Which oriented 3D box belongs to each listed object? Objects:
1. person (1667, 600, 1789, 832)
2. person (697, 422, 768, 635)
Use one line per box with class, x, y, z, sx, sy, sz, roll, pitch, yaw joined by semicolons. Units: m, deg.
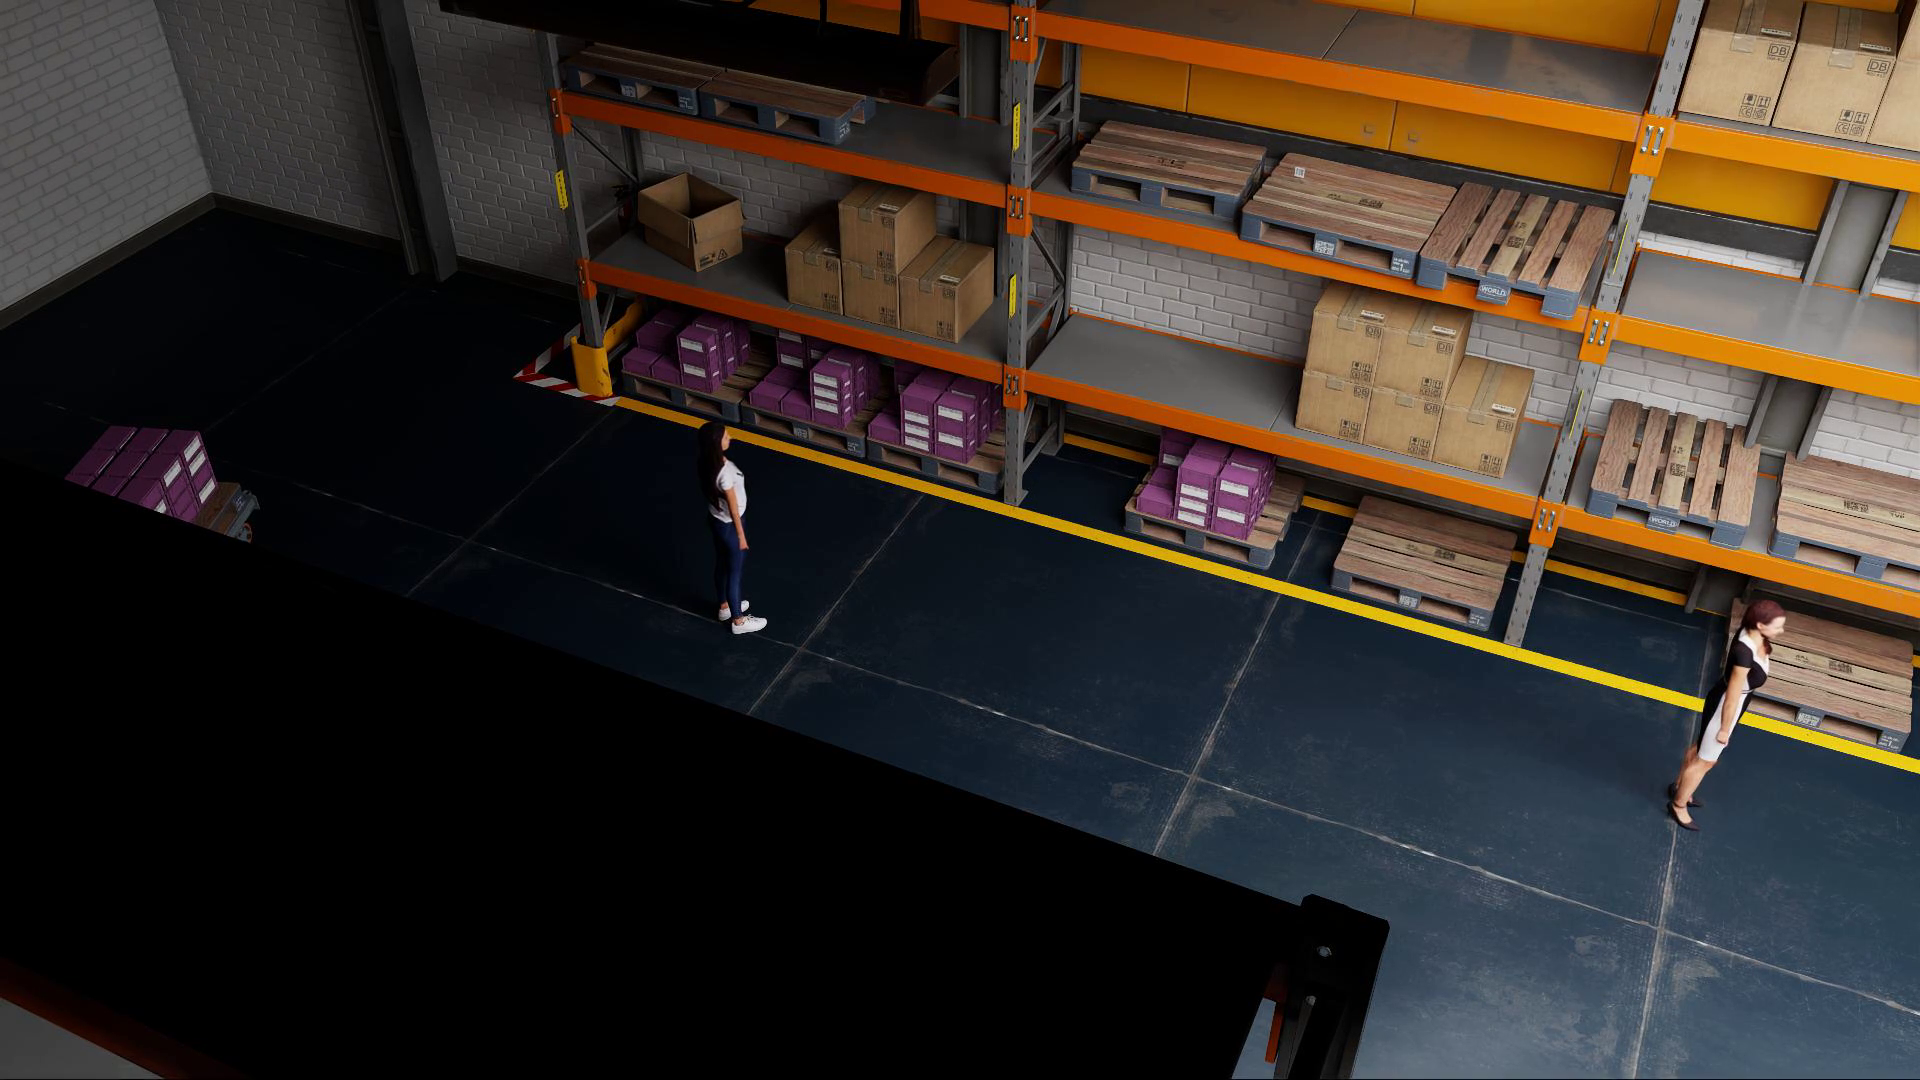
person;4.751;1.071;10.344;0.494;1.796;0.588;17;42;20
person;-1.665;-0.090;11.815;0.729;1.775;0.636;-20;43;-23
